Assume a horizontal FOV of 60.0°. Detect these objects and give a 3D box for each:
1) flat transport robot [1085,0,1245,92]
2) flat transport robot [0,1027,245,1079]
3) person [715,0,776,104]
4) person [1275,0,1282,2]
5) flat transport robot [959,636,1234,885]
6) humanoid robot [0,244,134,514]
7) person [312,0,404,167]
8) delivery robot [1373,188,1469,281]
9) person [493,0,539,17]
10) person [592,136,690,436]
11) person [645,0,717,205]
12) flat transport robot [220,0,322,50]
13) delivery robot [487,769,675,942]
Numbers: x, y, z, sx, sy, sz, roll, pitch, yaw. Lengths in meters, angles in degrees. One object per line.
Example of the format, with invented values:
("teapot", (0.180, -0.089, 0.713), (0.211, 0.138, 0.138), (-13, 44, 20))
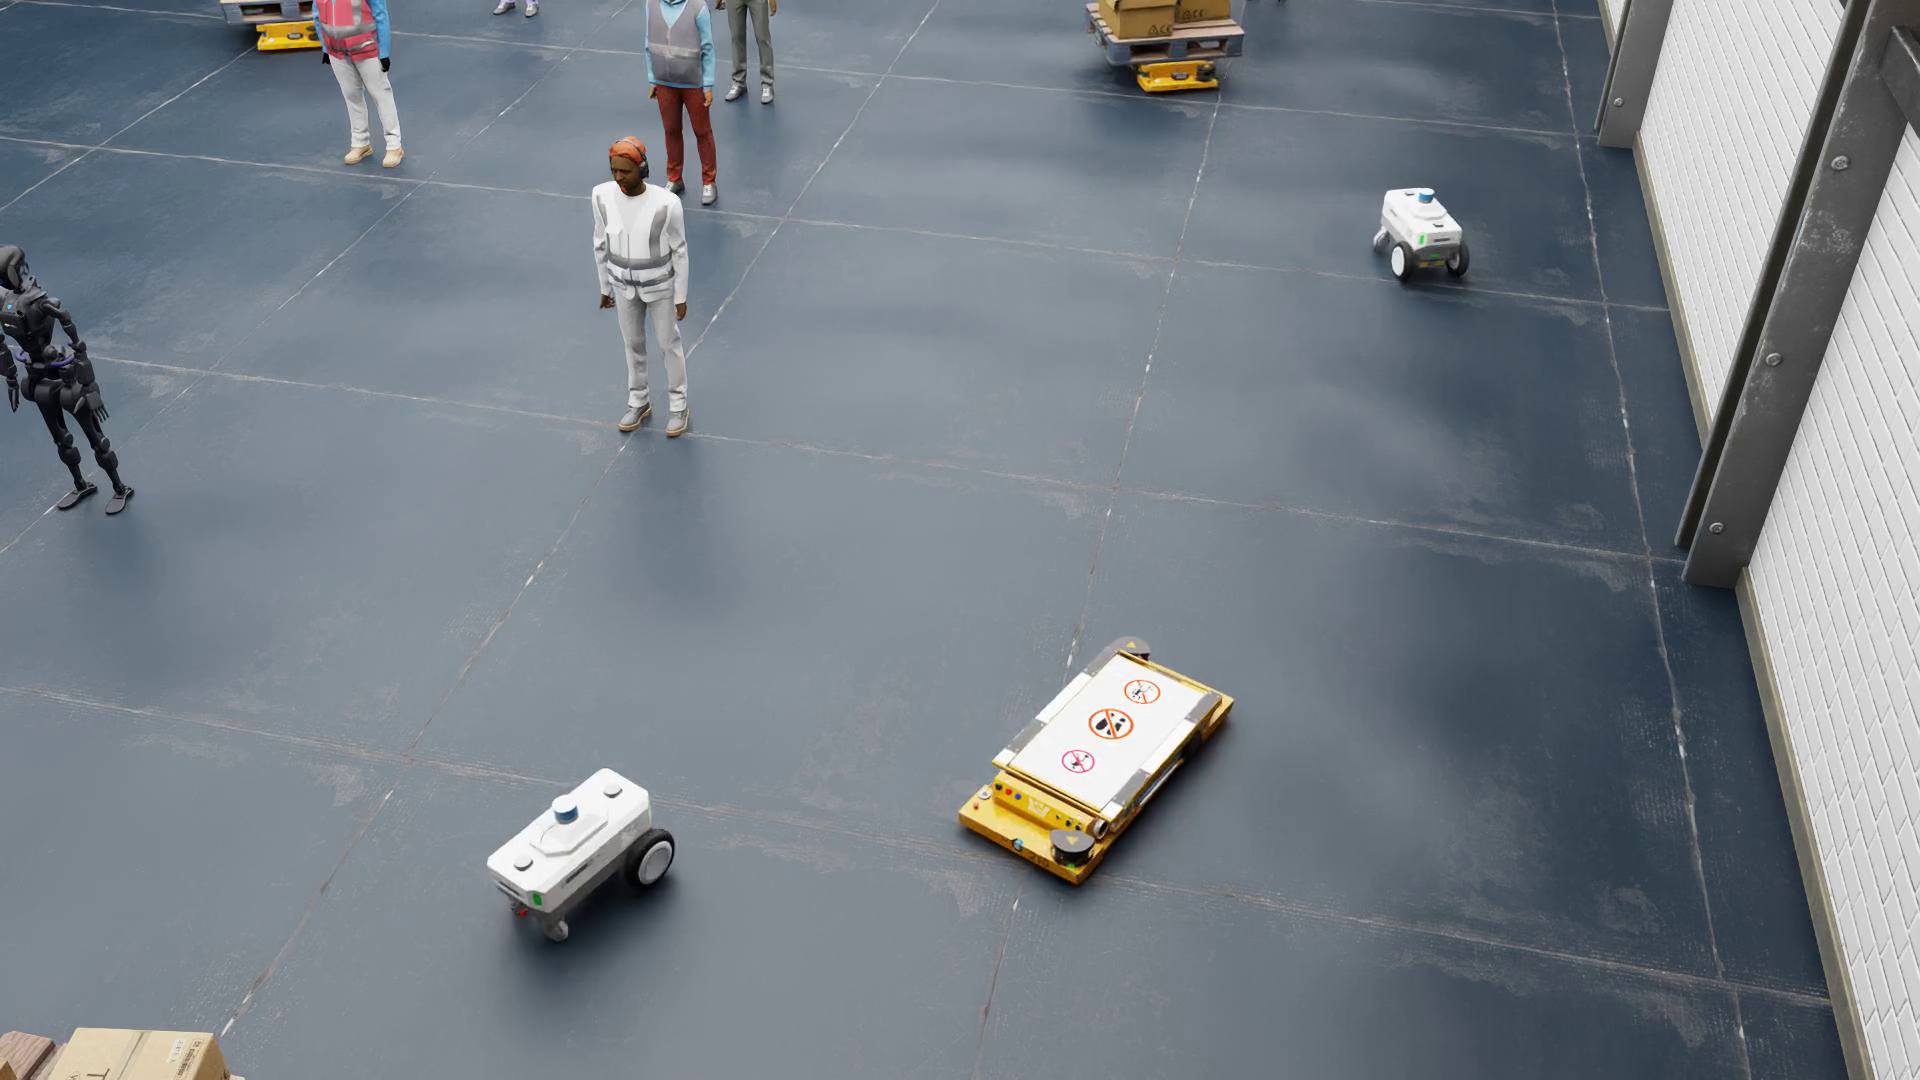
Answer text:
("flat transport robot", (1.822, -4.441, 15.162), (0.659, 0.231, 1.431), (-6, 37, -8))
("flat transport robot", (-3.227, 2.506, 5.866), (1.431, 0.231, 0.659), (8, 37, 10))
("person", (-1.802, -4.643, 14.114), (0.564, 1.846, 0.391), (8, 37, 10))
("person", (3.071, -6.121, 16.178), (0.544, 1.744, 0.353), (5, 37, 7))
("flat transport robot", (0.672, 1.001, 7.879), (0.659, 0.231, 1.431), (23, 43, 28))
("humanoid robot", (-5.008, -0.876, 9.205), (0.599, 1.654, 0.315), (8, 37, 10))
("person", (-4.745, -3.842, 13.049), (0.624, 1.841, 0.429), (8, 37, 10))
("delivery robot", (3.312, -2.209, 11.949), (0.512, 0.612, 0.783), (-6, 37, -8))
("person", (-4.321, -5.945, 15.862), (0.564, 1.840, 0.391), (8, 37, 10))
("person", (-1.876, -1.485, 9.860), (0.573, 1.882, 0.356), (8, 37, 10))
("person", (-2.085, -3.456, 12.500), (0.529, 1.878, 0.411), (8, 37, 10))
("flat transport robot", (-6.306, -5.045, 15.969), (0.659, 0.231, 1.431), (-6, 37, -8))
("delivery robot", (-1.654, 1.332, 7.210), (0.521, 0.610, 0.781), (23, 43, 28))
